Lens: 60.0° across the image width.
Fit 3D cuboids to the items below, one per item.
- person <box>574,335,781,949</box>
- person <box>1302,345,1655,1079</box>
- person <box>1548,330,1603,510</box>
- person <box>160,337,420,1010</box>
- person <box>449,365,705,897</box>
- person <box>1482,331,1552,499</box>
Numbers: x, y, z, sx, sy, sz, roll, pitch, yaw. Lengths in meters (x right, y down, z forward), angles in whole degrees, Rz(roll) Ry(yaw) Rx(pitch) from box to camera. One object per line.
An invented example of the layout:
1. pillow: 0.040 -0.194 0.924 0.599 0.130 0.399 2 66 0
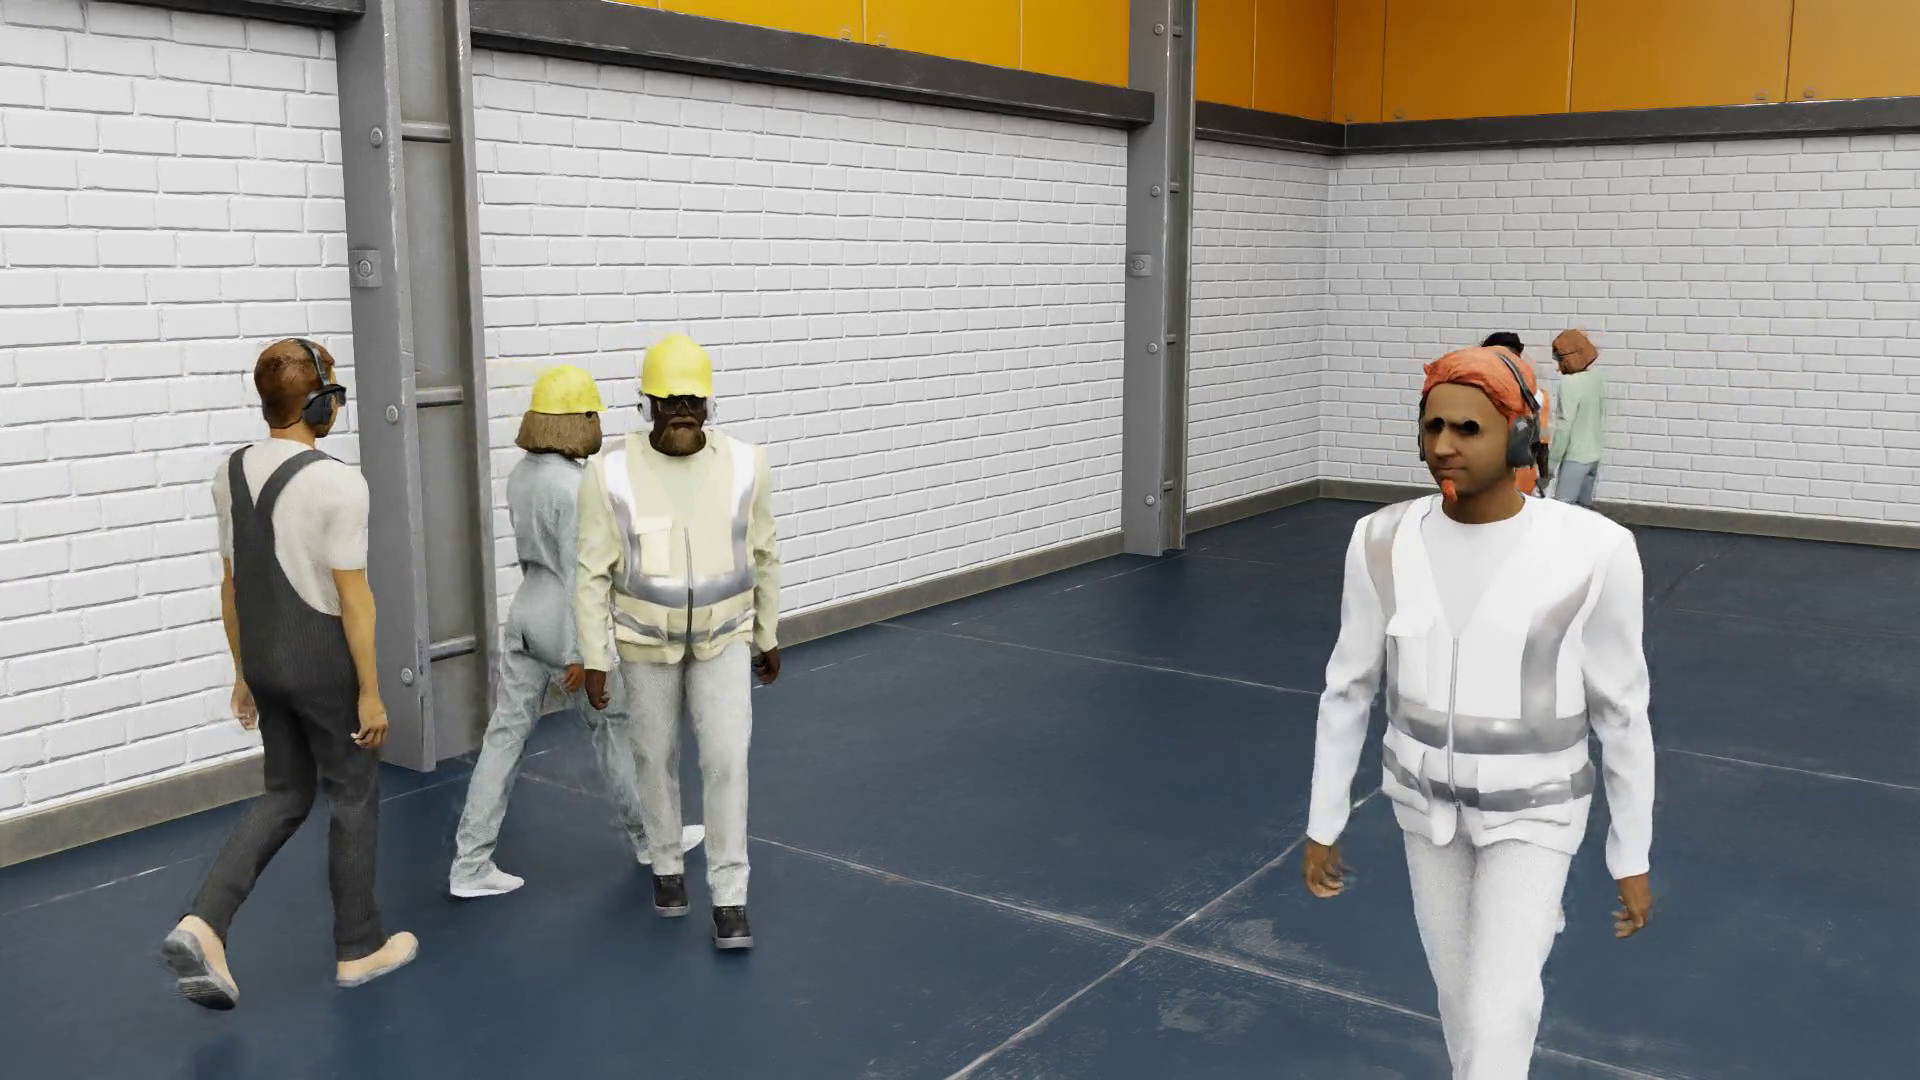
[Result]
1. person: -0.810 0.308 4.915 0.627 1.799 0.803 -3 10 -15
2. person: 0.956 0.569 3.183 0.622 1.854 0.865 8 13 41
3. person: 3.713 -0.460 10.073 0.319 1.611 0.765 7 12 37
4. person: -1.800 0.378 4.442 0.513 1.828 0.681 4 10 24
5. person: -1.283 0.285 5.357 0.500 1.695 0.894 9 13 44
6. person: 2.869 -0.301 8.959 0.523 1.661 0.805 -2 10 -12
